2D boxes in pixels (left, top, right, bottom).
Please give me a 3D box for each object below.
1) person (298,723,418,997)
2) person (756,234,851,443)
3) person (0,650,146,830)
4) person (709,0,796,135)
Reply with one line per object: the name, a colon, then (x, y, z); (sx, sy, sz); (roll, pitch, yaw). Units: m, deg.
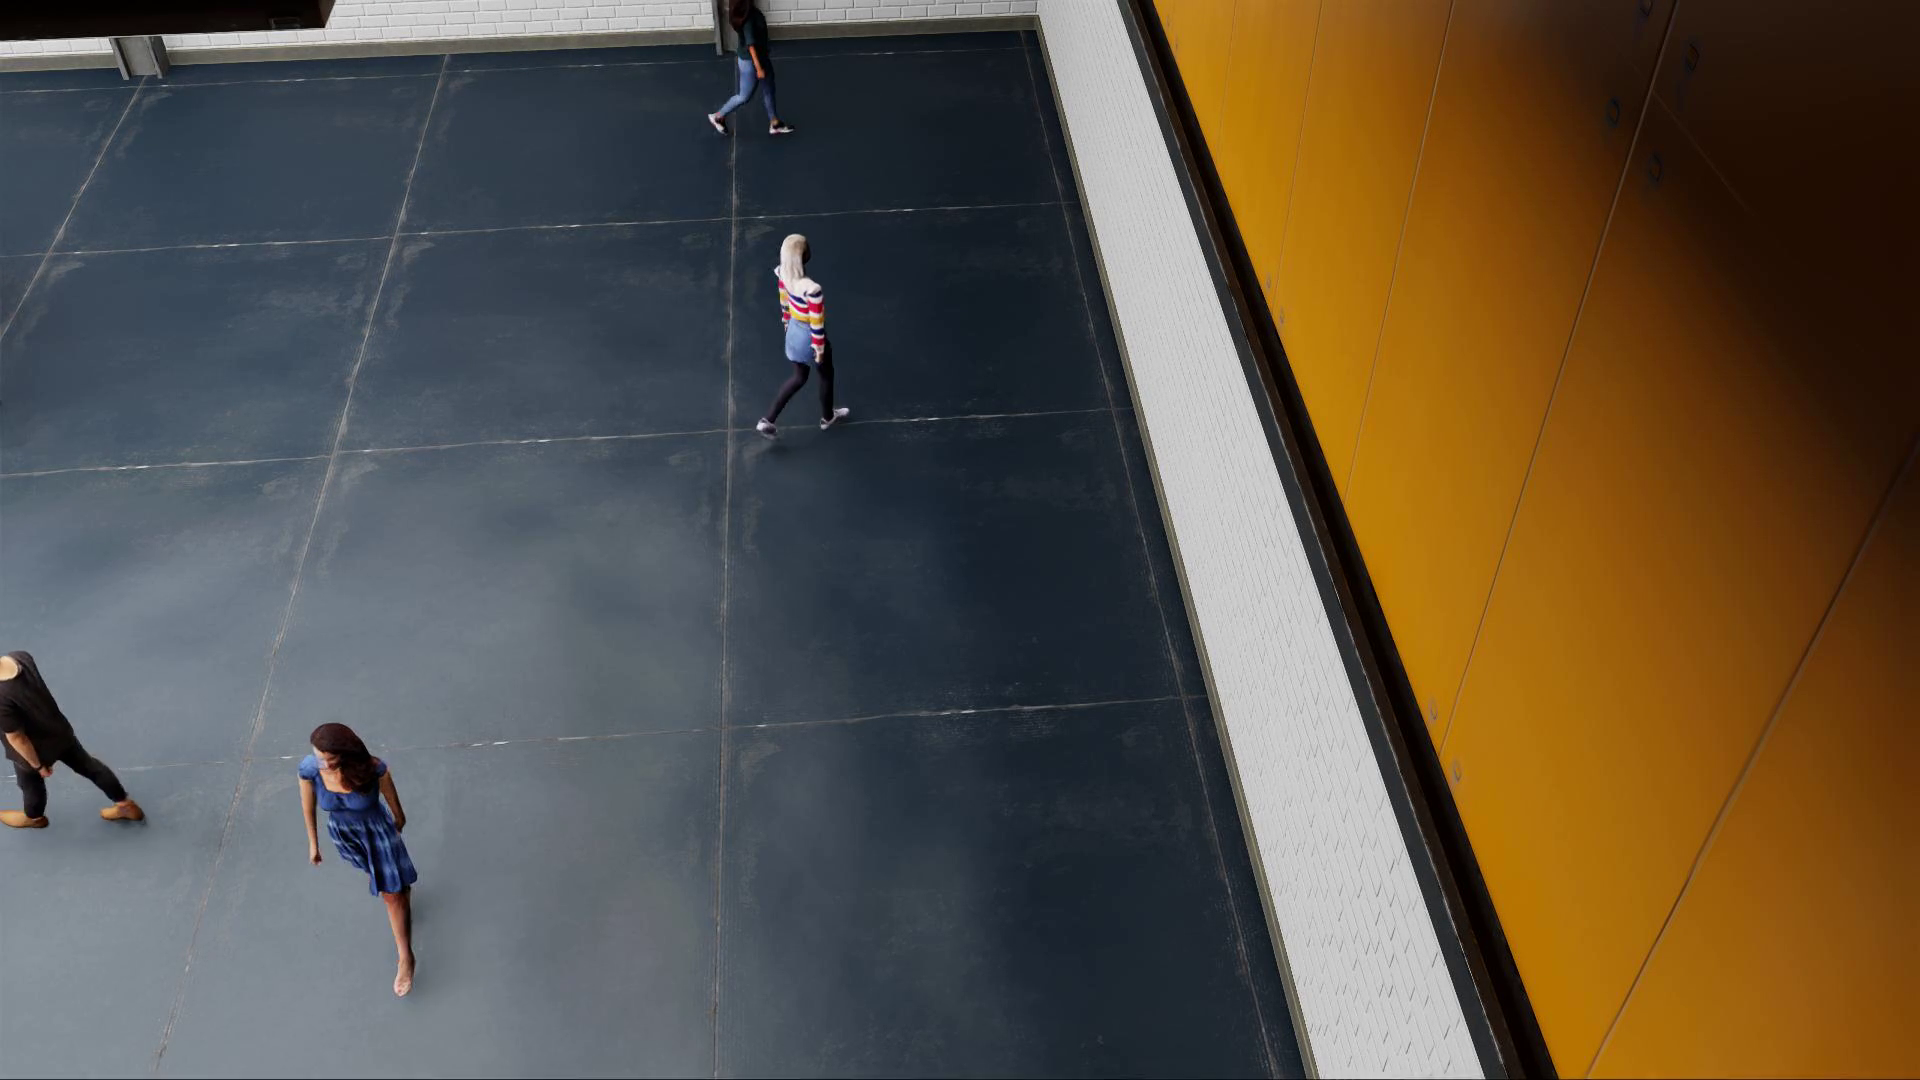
person: (-3.222, 1.567, 9.050); (0.944, 1.778, 0.764); (1, 44, 1)
person: (-1.199, -1.445, 12.204); (1.148, 1.788, 1.010); (-30, 51, -28)
person: (-5.238, 1.123, 9.591); (1.113, 1.674, 0.773); (5, 44, 5)
person: (-2.011, -4.483, 15.533); (1.043, 1.594, 0.641); (0, 44, 0)
